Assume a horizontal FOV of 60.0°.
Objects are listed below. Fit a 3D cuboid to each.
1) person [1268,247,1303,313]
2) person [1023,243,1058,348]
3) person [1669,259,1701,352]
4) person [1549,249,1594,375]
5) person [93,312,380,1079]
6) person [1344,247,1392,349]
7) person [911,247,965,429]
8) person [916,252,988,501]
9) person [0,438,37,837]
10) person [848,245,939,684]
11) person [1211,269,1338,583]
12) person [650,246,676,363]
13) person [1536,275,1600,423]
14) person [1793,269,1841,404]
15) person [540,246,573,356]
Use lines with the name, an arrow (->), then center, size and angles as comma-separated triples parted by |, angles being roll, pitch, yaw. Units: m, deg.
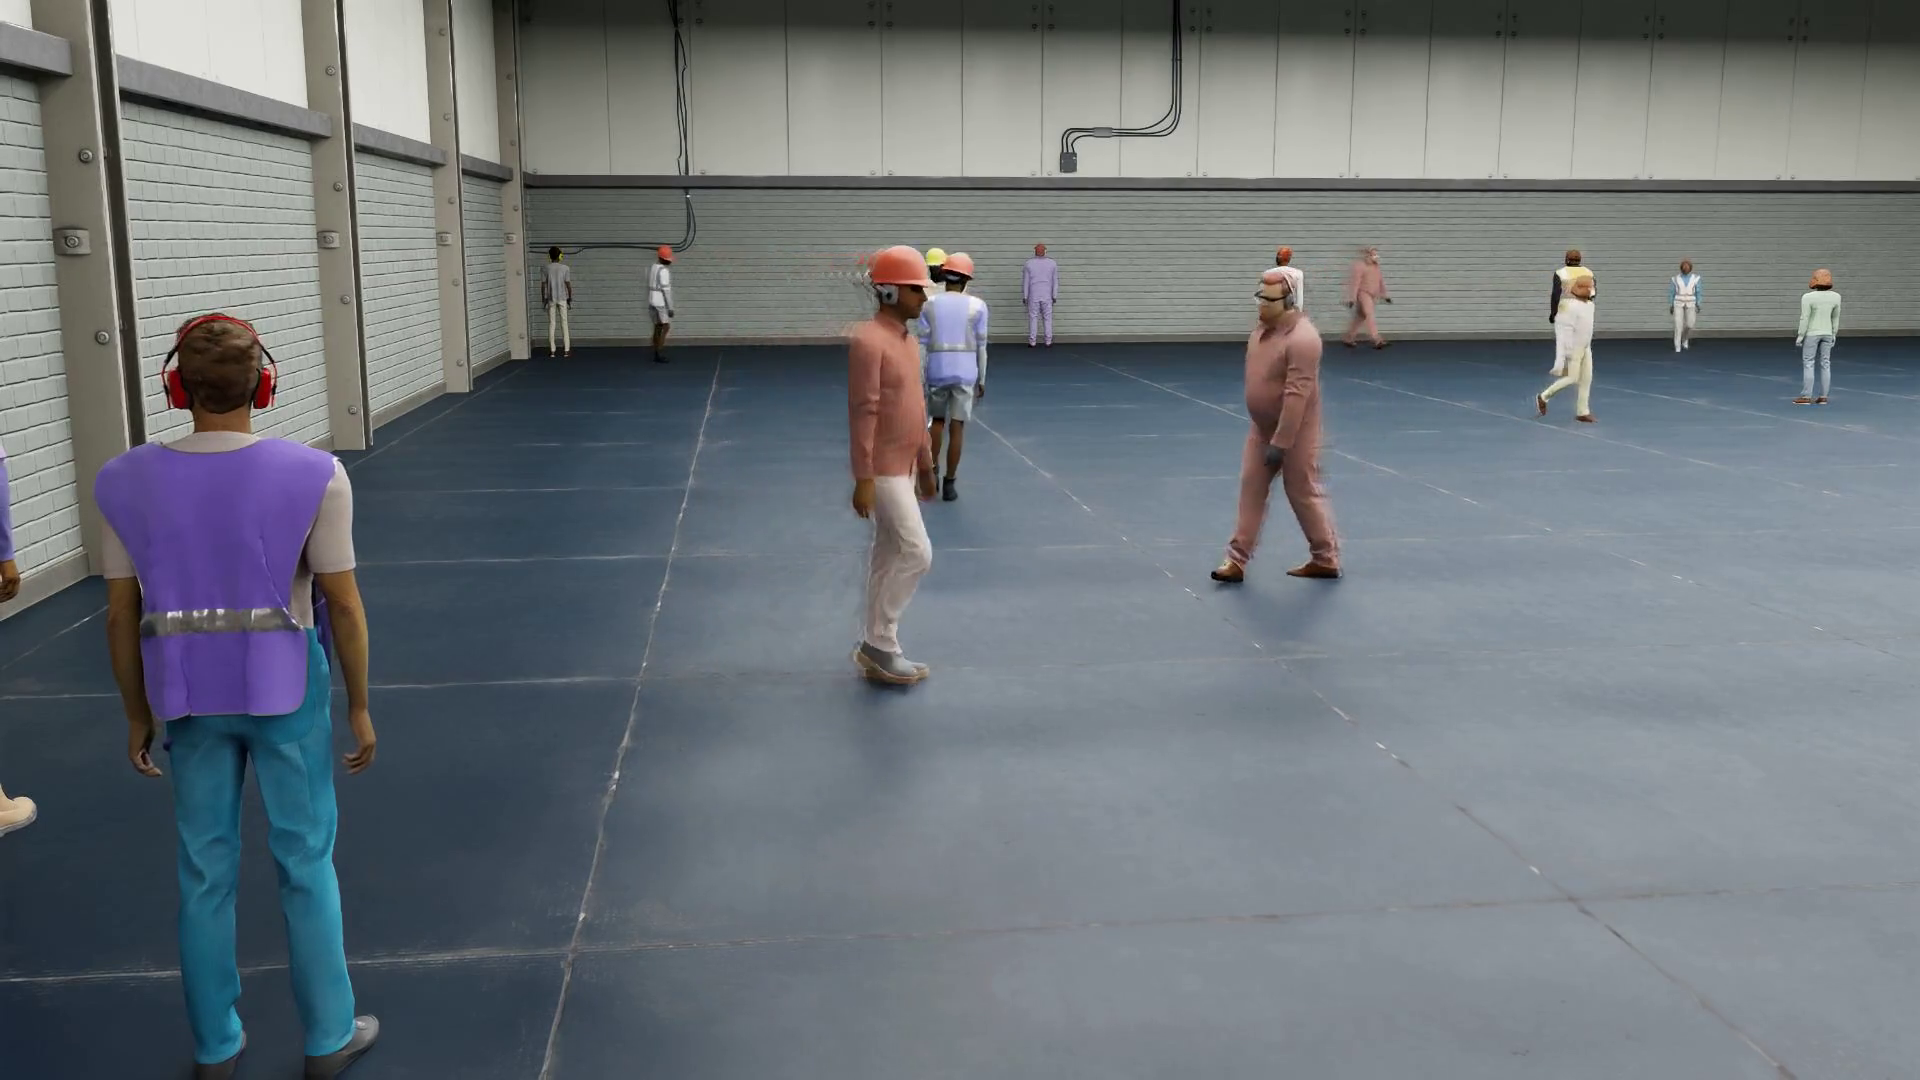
person -> 4.515, -3.159, 23.319 | 0.584, 1.883, 0.345 | -1, 10, -8
person -> 1.459, -4.468, 30.433 | 0.651, 1.907, 0.409 | -1, 10, -8
person -> 12.732, -4.114, 29.246 | 0.531, 1.627, 0.415 | 3, 11, 18
person -> 8.960, -3.344, 24.448 | 0.633, 1.842, 0.429 | -1, 10, -8
person -> -1.683, 0.401, 3.911 | 0.578, 1.845, 0.375 | -1, 10, -8
person -> 7.413, -4.392, 30.215 | 1.057, 1.842, 0.638 | 9, 14, 41
person -> -0.219, -2.145, 17.684 | 0.592, 1.913, 0.616 | 2, 11, 10
person -> -0.060, -1.262, 12.877 | 0.555, 1.899, 0.593 | 1, 10, 6
person -> -3.446, 0.011, 5.506 | 0.614, 2.042, 0.373 | -1, 10, -8
person -> -0.267, -0.320, 7.490 | 0.474, 1.978, 0.651 | 3, 11, 15
person -> 1.862, -0.645, 9.677 | 0.846, 1.842, 0.676 | -5, 11, -25
person -> -4.827, -3.803, 26.885 | 0.377, 1.884, 0.662 | -6, 12, -31
person -> 6.722, -2.097, 18.253 | 0.507, 1.617, 0.606 | -9, 14, -42
person -> 10.379, -2.454, 20.141 | 0.507, 1.632, 0.275 | -1, 10, -8
person -> -6.838, -4.045, 28.215 | 0.531, 1.870, 0.316 | -1, 10, -8
